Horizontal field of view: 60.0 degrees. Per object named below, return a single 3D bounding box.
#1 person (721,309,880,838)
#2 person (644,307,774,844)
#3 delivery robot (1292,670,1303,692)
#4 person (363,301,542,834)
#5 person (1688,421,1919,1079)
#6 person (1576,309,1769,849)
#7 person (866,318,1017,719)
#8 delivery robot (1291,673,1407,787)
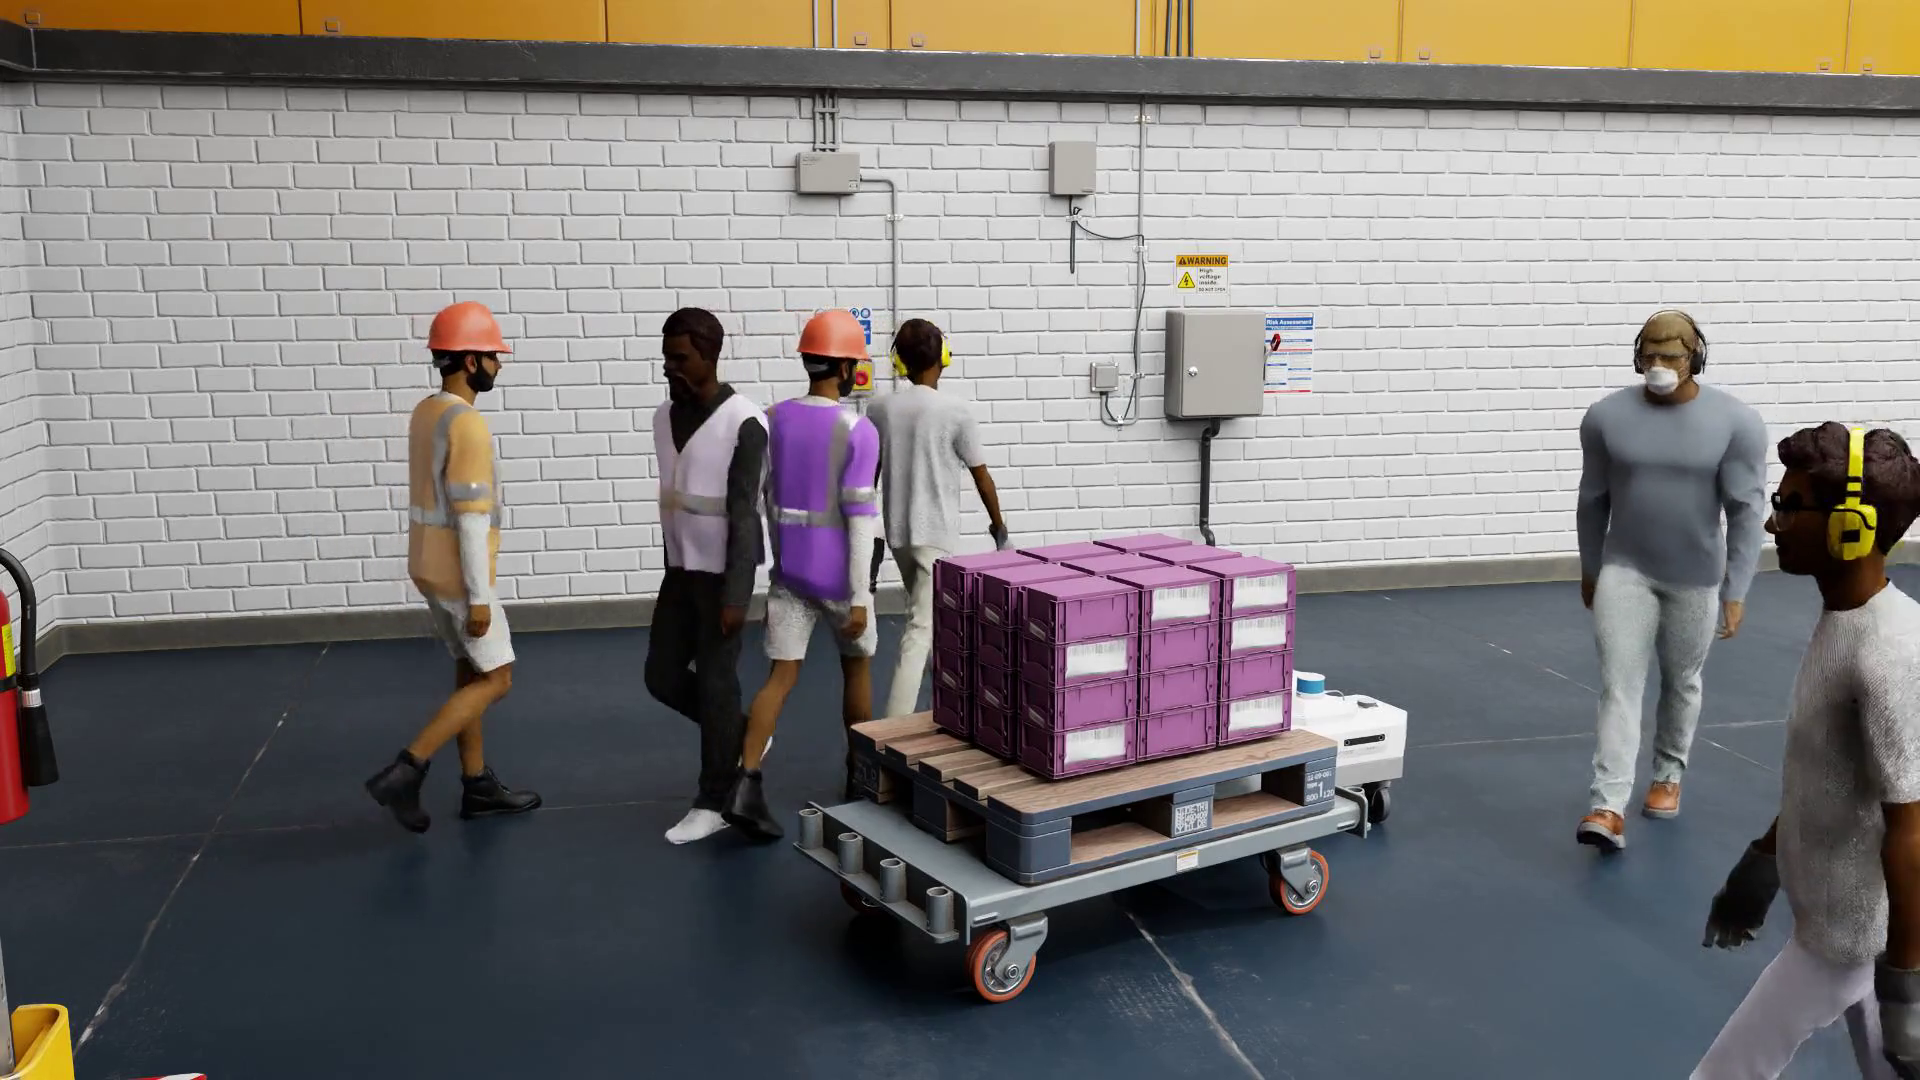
[{"bbox_3d":[-0.556,0.120,6.012,0.540,1.898,0.960,5,12,27],"label":"person"},{"bbox_3d":[-0.885,0.121,5.944,0.590,1.899,0.478,9,14,41],"label":"person"},{"bbox_3d":[1.032,0.651,6.484,0.707,0.478,0.477,-9,13,-40],"label":"delivery robot"},{"bbox_3d":[-1.837,0.117,5.926,0.610,1.922,0.560,-8,13,-37],"label":"person"},{"bbox_3d":[1.593,0.694,3.027,0.998,1.826,0.506,6,12,29],"label":"person"},{"bbox_3d":[2.456,0.142,5.852,0.638,1.879,0.992,6,12,30],"label":"person"},{"bbox_3d":[-0.098,0.026,6.695,0.539,1.813,0.941,7,12,34],"label":"person"},{"bbox_3d":[1.270,0.728,6.057,0.707,0.478,0.477,-5,11,-24],"label":"delivery robot"}]
